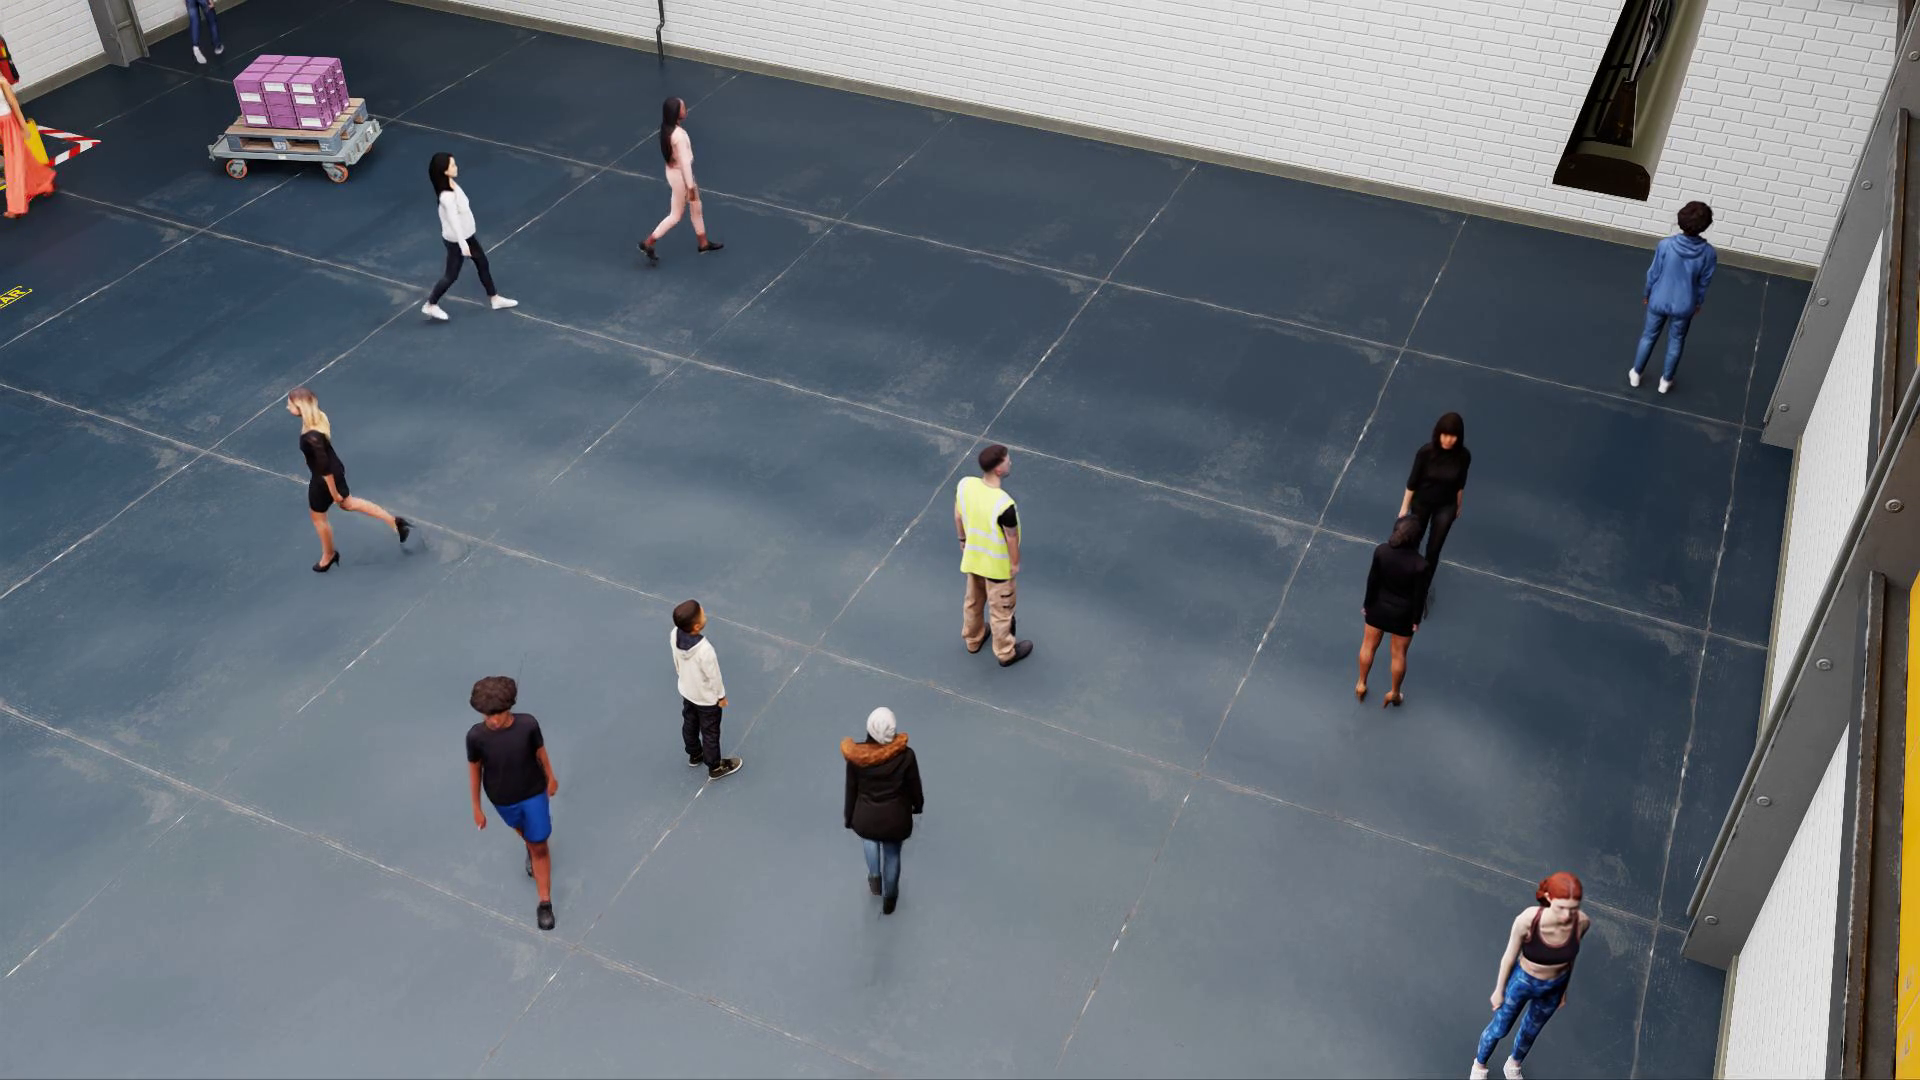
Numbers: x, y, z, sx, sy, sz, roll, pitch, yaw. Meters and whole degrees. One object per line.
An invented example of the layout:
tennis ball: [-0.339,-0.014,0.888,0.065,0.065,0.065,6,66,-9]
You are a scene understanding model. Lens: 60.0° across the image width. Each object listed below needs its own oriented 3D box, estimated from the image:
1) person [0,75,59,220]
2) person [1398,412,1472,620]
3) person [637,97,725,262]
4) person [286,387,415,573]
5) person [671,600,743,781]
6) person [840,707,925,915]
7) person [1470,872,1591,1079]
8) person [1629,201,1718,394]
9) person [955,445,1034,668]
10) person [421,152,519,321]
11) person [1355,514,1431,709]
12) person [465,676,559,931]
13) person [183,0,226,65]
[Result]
person: [-9.901,-4.302,17.352,0.930,1.740,1.353,2,39,2]
person: [3.537,-0.304,12.459,0.750,1.599,1.121,8,39,10]
person: [-2.841,-3.515,16.400,1.174,1.697,1.098,-14,41,-17]
person: [-4.704,-0.471,12.629,0.993,1.647,0.987,-9,39,-11]
person: [-1.723,0.980,10.965,0.634,1.455,0.612,29,47,32]
person: [-0.473,1.674,9.963,0.729,1.622,0.741,1,39,1]
person: [3.063,2.408,8.914,0.677,1.785,0.717,-2,39,-3]
person: [6.242,-2.117,14.560,0.672,1.809,0.573,17,42,21]
person: [0.225,0.111,11.742,0.782,1.845,0.810,29,47,31]
person: [-4.777,-2.800,15.532,1.129,1.664,1.135,-8,39,-10]
person: [2.969,0.500,11.419,0.584,1.639,0.630,20,43,23]
person: [-2.701,1.453,10.134,1.035,1.754,1.182,-7,39,-9]
person: [-9.394,-6.627,20.427,0.864,1.535,1.046,-5,39,-6]
